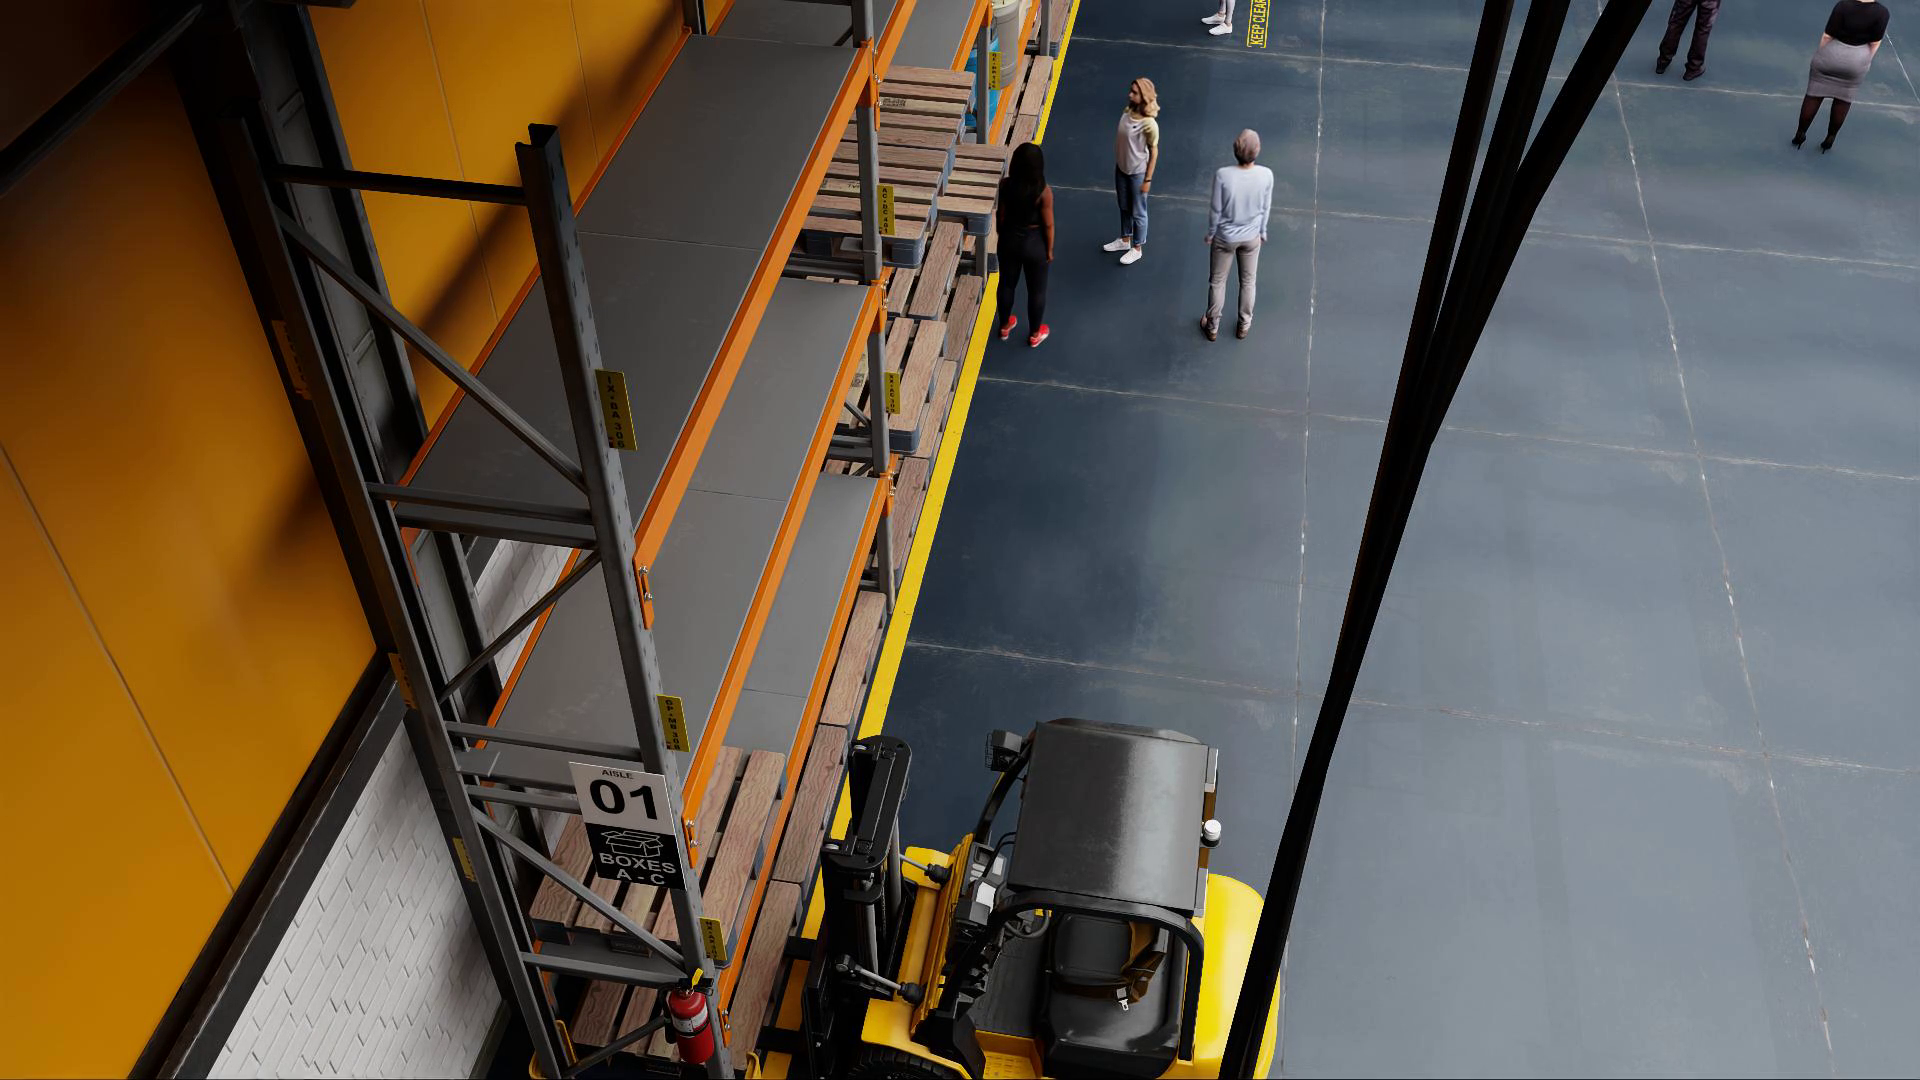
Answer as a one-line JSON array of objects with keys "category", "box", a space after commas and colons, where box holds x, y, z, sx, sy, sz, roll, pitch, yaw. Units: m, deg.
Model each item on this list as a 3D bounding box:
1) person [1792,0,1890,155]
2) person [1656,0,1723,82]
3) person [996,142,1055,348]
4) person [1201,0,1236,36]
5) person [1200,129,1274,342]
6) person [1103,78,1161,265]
[{"category": "person", "box": [8.299, -4.493, 15.653, 0.729, 1.758, 0.705, 17, 46, 17]}, {"category": "person", "box": [7.459, -5.566, 16.667, 0.776, 1.914, 0.757, 27, 50, 25]}, {"category": "person", "box": [0.514, -2.375, 13.388, 0.724, 1.815, 0.707, 18, 47, 18]}, {"category": "person", "box": [2.820, -6.168, 17.451, 0.701, 1.703, 0.584, -7, 44, -8]}, {"category": "person", "box": [2.234, -2.445, 13.405, 0.689, 1.894, 0.637, 0, 44, 0]}, {"category": "person", "box": [1.504, -3.182, 14.302, 0.767, 1.723, 0.699, -24, 49, -23]}]
